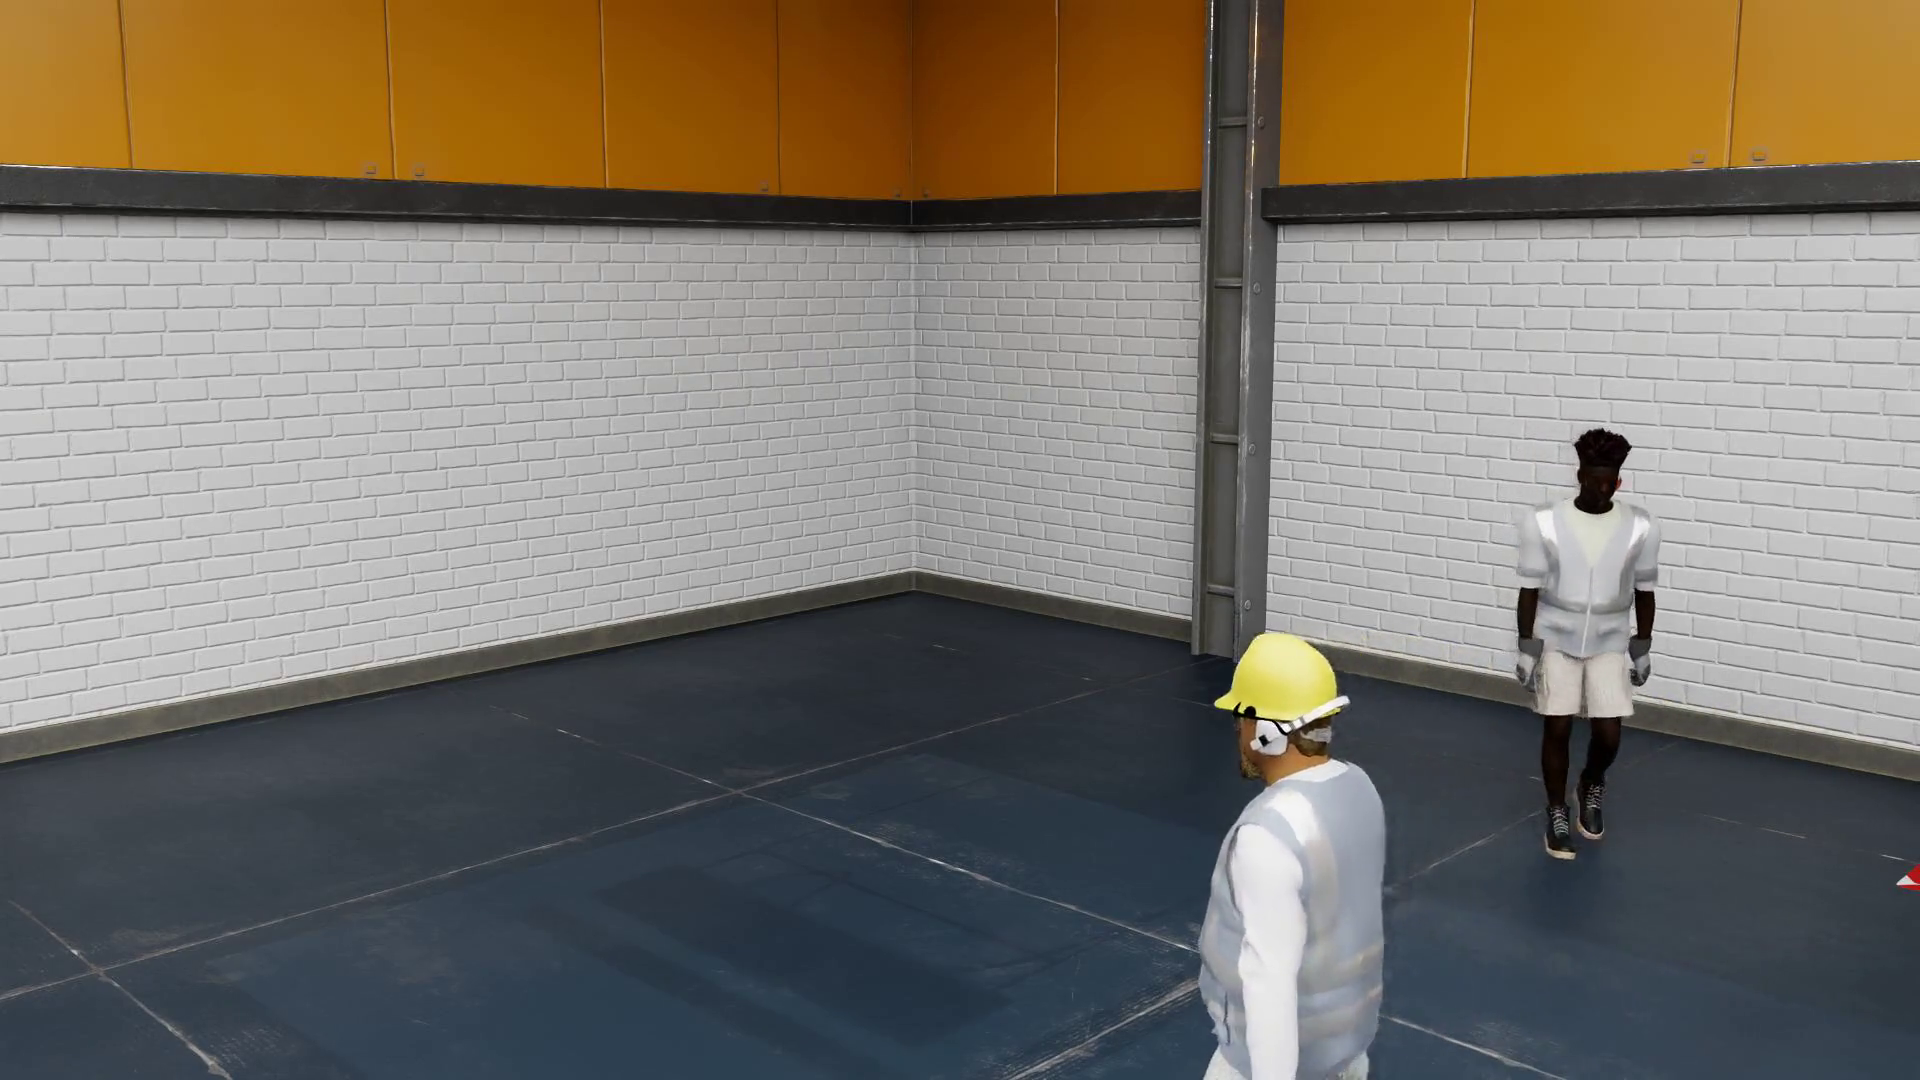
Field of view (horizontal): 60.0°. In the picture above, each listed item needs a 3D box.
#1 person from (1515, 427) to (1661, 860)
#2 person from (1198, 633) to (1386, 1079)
[{"bbox_3d":[2.743,0.461,7.326,0.611,1.935,0.487,2,9,12],"label":"person"},{"bbox_3d":[0.685,1.093,3.882,0.917,1.782,0.626,7,12,37],"label":"person"}]
